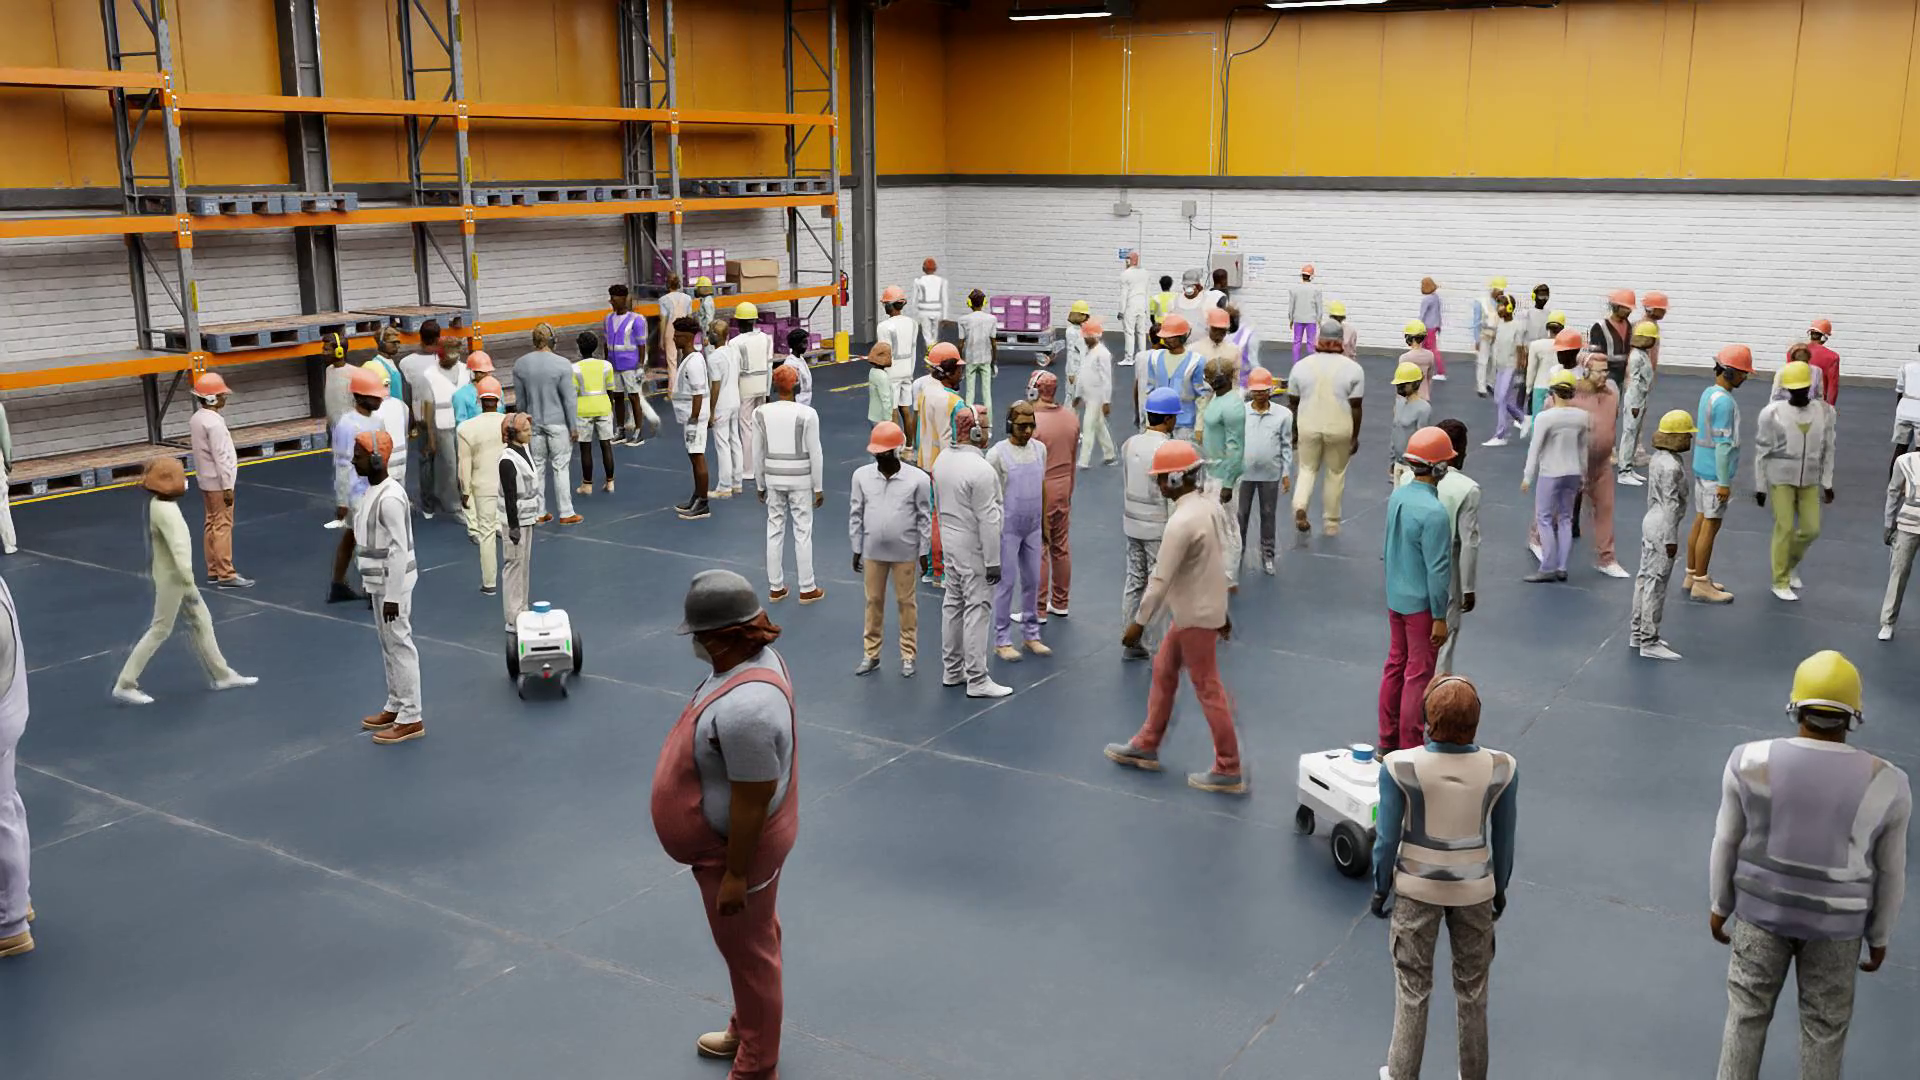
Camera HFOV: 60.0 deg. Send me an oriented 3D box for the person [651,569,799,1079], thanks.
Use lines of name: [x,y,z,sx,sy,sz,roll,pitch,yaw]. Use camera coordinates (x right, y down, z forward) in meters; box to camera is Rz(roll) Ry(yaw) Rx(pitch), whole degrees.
person: [-0.859,1.082,6.114,0.537,2.000,0.679,-1,13,-5]

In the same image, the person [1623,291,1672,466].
person: [7.782,-1.838,18.931,0.462,1.984,0.691,12,18,43]

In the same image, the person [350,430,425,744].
person: [-3.441,0.273,9.968,0.353,1.883,0.577,-7,15,-28]

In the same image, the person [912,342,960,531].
person: [-0.195,-0.833,14.814,0.533,1.861,0.310,-10,16,-36]

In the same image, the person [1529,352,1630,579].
person: [5.278,-0.663,14.088,0.650,1.865,0.962,-4,14,-19]

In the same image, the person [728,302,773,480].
person: [-2.280,-1.610,18.033,0.362,1.930,0.587,11,17,39]

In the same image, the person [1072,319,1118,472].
person: [1.521,-1.608,18.591,0.815,1.716,0.599,-5,14,-20]

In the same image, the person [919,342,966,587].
person: [-0.141,-0.615,13.573,0.377,1.995,0.608,-3,13,-14]

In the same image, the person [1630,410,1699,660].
person: [4.946,-0.047,11.659,0.298,1.745,0.484,2,13,9]

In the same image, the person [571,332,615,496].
person: [-3.814,-1.304,17.213,0.530,1.697,0.321,-9,16,-35]

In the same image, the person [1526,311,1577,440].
person: [6.670,-1.702,18.791,0.534,1.767,0.319,4,14,18]

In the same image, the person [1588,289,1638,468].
person: [7.472,-1.821,18.787,0.607,1.997,0.920,-6,14,-26]

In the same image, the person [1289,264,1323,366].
person: [5.614,-3.587,26.996,0.559,1.751,0.326,6,14,24]

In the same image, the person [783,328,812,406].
person: [-1.725,-1.396,17.615,0.319,1.697,0.532,1,13,5]

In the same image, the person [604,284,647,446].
person: [-4.079,-2.120,20.164,0.618,1.963,0.361,7,15,28]

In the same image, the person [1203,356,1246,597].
person: [2.076,-0.499,13.209,0.376,1.933,0.627,-1,13,-3]

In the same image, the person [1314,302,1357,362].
person: [4.606,-2.056,20.420,0.552,1.719,0.893,0,13,0]

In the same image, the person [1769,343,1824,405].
person: [8.624,-1.252,17.224,0.546,1.595,0.694,-1,13,-6]

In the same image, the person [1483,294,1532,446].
person: [6.704,-2.058,20.195,0.677,1.844,0.537,-4,14,-18]

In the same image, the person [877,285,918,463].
person: [-0.744,-1.854,18.842,0.378,2.044,0.607,10,16,36]

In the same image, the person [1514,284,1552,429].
person: [7.427,-2.367,21.459,0.533,1.865,0.311,-7,15,-29]

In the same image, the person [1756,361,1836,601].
person: [6.605,-0.476,13.173,0.606,1.898,0.484,1,13,2]

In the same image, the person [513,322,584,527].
person: [-3.889,-1.083,15.727,0.627,1.940,0.372,4,13,16]

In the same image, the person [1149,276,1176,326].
person: [3.215,-3.282,25.912,0.529,1.641,0.843,-2,13,-8]

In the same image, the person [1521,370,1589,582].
person: [4.905,-0.525,13.739,0.585,1.753,0.394,-5,14,-19]

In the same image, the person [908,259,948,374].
person: [-0.535,-3.645,27.052,0.600,1.833,0.959,-5,14,-21]

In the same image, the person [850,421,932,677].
person: [-0.471,0.063,11.175,0.564,1.745,0.345,3,13,12]

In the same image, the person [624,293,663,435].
person: [-4.071,-2.213,20.914,0.741,1.816,0.508,5,14,21]

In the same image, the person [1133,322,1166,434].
person: [1.943,-1.256,16.672,0.327,1.853,0.527,-11,17,-41]

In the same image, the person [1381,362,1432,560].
person: [3.824,-0.645,14.235,0.344,1.756,0.532,-3,13,-15]

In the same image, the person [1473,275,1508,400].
person: [7.662,-2.915,23.975,0.596,1.810,0.441,-2,13,-9]

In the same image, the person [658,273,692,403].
person: [-4.057,-2.881,23.731,0.505,1.846,0.346,-9,15,-33]

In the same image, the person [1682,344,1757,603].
person: [5.990,-0.530,13.115,0.381,2.035,0.615,3,13,12]

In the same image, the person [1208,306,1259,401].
person: [3.090,-1.799,19.167,0.655,1.791,0.984,9,16,35]

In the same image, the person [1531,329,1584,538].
person: [5.542,-0.977,15.293,0.387,1.929,0.546,-5,14,-22]

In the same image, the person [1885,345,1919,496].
person: [9.771,-1.239,16.955,0.320,1.686,0.541,-6,14,-24]

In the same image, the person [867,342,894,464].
person: [-0.788,-1.187,16.847,0.286,1.633,0.499,-4,14,-17]

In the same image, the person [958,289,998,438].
person: [0.220,-2.185,20.692,0.508,1.860,0.334,-1,13,-4]

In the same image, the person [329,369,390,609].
person: [-4.672,-0.383,12.848,0.697,1.890,0.553,0,13,1]
